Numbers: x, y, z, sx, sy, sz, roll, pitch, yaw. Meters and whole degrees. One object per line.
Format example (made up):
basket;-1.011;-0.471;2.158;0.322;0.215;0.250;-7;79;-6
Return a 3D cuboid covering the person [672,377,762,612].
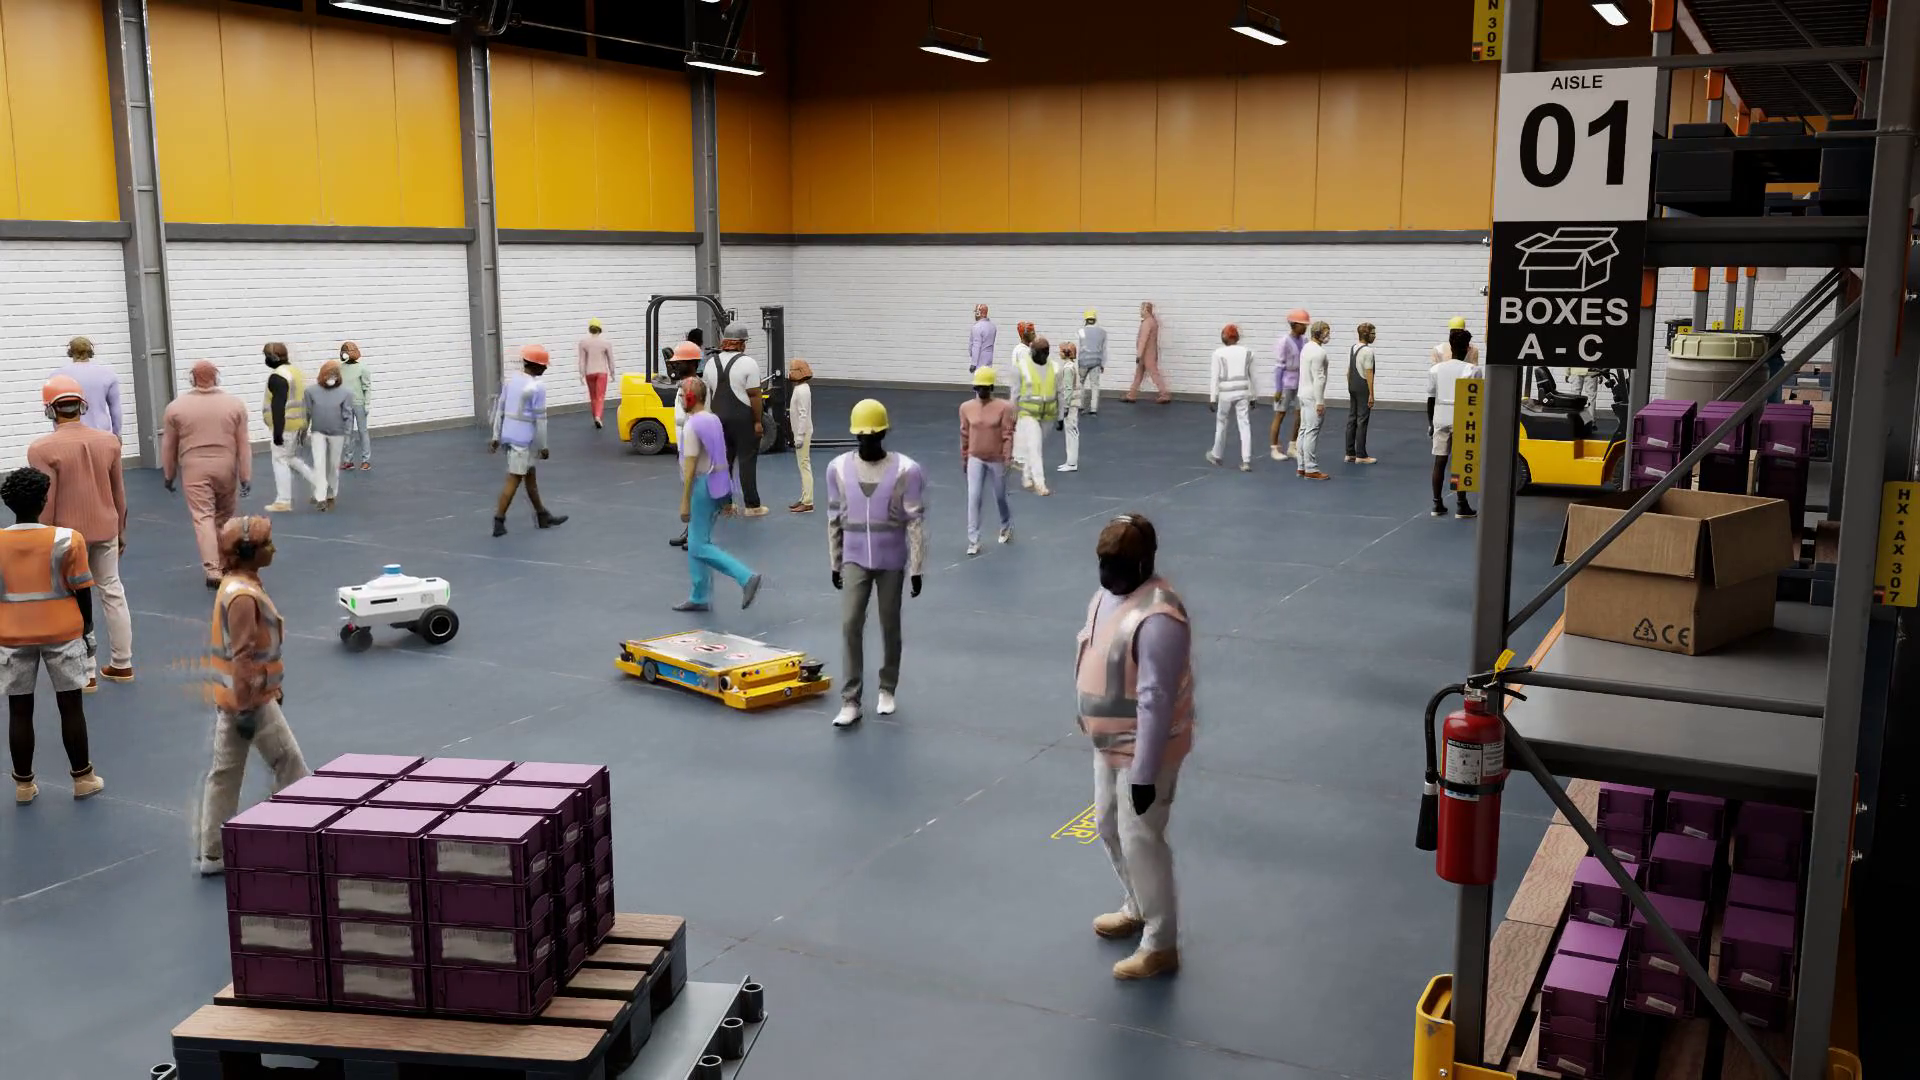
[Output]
person;-1.862;-0.324;12.593;0.664;1.816;0.592;1;10;8

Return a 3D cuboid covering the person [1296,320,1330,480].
person;4.298;-1.697;20.216;0.379;1.933;0.629;-1;10;-4

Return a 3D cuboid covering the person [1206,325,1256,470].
person;3.474;-1.822;21.230;0.669;1.825;1.007;-2;10;-12

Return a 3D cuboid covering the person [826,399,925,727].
person;-0.512;0.138;9.675;0.609;1.893;0.843;2;10;10

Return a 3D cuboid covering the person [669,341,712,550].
person;-2.501;-0.873;15.428;0.354;1.939;0.544;-6;11;-31

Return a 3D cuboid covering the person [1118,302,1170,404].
person;3.407;-3.401;30.305;0.990;1.857;0.663;3;10;15

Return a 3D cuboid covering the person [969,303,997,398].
person;0.345;-2.971;27.664;0.410;1.908;0.643;5;11;27

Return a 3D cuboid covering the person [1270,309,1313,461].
person;4.397;-2.038;21.978;0.632;2.018;0.541;-10;14;-44

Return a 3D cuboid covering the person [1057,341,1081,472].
person;1.371;-1.677;20.941;0.315;1.641;0.515;2;10;9

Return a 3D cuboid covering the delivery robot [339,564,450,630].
delivery robot;-3.974;0.416;11.691;0.707;0.478;0.477;-7;12;-34

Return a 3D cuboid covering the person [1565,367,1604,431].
person;9.654;-2.597;25.707;0.592;1.834;0.404;6;11;30

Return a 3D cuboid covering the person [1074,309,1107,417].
person;2.151;-2.994;28.079;0.614;1.803;0.747;-2;10;-14

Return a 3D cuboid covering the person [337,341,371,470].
person;-7.694;-1.697;21.074;0.499;1.634;0.279;2;10;14

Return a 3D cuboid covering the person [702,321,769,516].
person;-2.314;-1.275;17.458;0.672;2.000;0.536;6;11;29

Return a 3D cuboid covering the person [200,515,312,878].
person;-3.013;0.683;7.355;0.807;1.599;0.541;-5;11;-27

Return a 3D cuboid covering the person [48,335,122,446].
person;-8.629;-1.053;16.464;0.635;1.937;0.352;-8;12;-37

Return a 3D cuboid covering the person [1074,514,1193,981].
person;0.662;0.780;6.253;0.462;1.804;0.658;-2;10;-13

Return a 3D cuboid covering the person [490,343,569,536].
person;-4.291;-0.985;16.315;0.838;1.871;0.574;-9;14;-43

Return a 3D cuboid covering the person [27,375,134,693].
person;-5.527;-0.035;10.434;0.401;1.986;0.612;5;11;27

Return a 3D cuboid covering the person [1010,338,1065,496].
person;0.881;-1.442;19.176;0.630;1.791;0.981;-4;10;-20

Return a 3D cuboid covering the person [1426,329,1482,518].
person;5.140;-1.210;17.294;0.374;1.966;0.608;-9;14;-43

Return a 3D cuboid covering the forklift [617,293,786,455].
forklift;-3.588;-2.317;23.042;2.313;2.155;1.214;-1;10;-5

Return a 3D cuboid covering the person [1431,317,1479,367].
person;6.398;-1.923;21.541;0.594;1.924;0.373;4;11;21

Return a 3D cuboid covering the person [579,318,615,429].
person;-5.722;-2.623;26.171;0.534;1.732;0.855;-1;10;-4

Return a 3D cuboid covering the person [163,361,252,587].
person;-6.263;-0.560;13.855;0.658;1.852;1.002;-5;11;-29

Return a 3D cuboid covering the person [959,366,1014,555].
person;0.269;-0.767;15.405;0.529;1.732;0.788;2;10;13

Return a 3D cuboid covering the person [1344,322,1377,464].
person;5.246;-1.914;21.727;0.324;1.841;0.517;-3;10;-19

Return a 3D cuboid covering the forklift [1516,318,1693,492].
forklift;7.066;-1.601;18.899;2.313;2.155;1.214;5;11;27

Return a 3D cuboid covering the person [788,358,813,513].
person;-1.695;-1.109;17.673;0.278;1.633;0.507;-1;10;-7

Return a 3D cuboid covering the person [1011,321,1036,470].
person;0.826;-1.827;21.113;0.356;1.883;0.573;-1;10;-8

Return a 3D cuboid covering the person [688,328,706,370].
person;-3.914;-2.242;24.101;0.786;1.672;0.524;-4;11;-23

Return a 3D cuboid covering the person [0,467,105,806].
person;-4.581;0.482;8.282;0.535;1.697;0.318;-3;10;-17

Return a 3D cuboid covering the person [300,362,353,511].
person;-6.725;-1.091;17.679;0.554;1.583;0.815;-4;11;-23

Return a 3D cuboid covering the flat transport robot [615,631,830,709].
flat transport robot;-1.533;0.794;10.598;0.652;0.197;1.431;-9;13;-43

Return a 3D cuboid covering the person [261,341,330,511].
person;-7.132;-1.204;17.701;0.559;1.824;0.631;-1;10;-6
